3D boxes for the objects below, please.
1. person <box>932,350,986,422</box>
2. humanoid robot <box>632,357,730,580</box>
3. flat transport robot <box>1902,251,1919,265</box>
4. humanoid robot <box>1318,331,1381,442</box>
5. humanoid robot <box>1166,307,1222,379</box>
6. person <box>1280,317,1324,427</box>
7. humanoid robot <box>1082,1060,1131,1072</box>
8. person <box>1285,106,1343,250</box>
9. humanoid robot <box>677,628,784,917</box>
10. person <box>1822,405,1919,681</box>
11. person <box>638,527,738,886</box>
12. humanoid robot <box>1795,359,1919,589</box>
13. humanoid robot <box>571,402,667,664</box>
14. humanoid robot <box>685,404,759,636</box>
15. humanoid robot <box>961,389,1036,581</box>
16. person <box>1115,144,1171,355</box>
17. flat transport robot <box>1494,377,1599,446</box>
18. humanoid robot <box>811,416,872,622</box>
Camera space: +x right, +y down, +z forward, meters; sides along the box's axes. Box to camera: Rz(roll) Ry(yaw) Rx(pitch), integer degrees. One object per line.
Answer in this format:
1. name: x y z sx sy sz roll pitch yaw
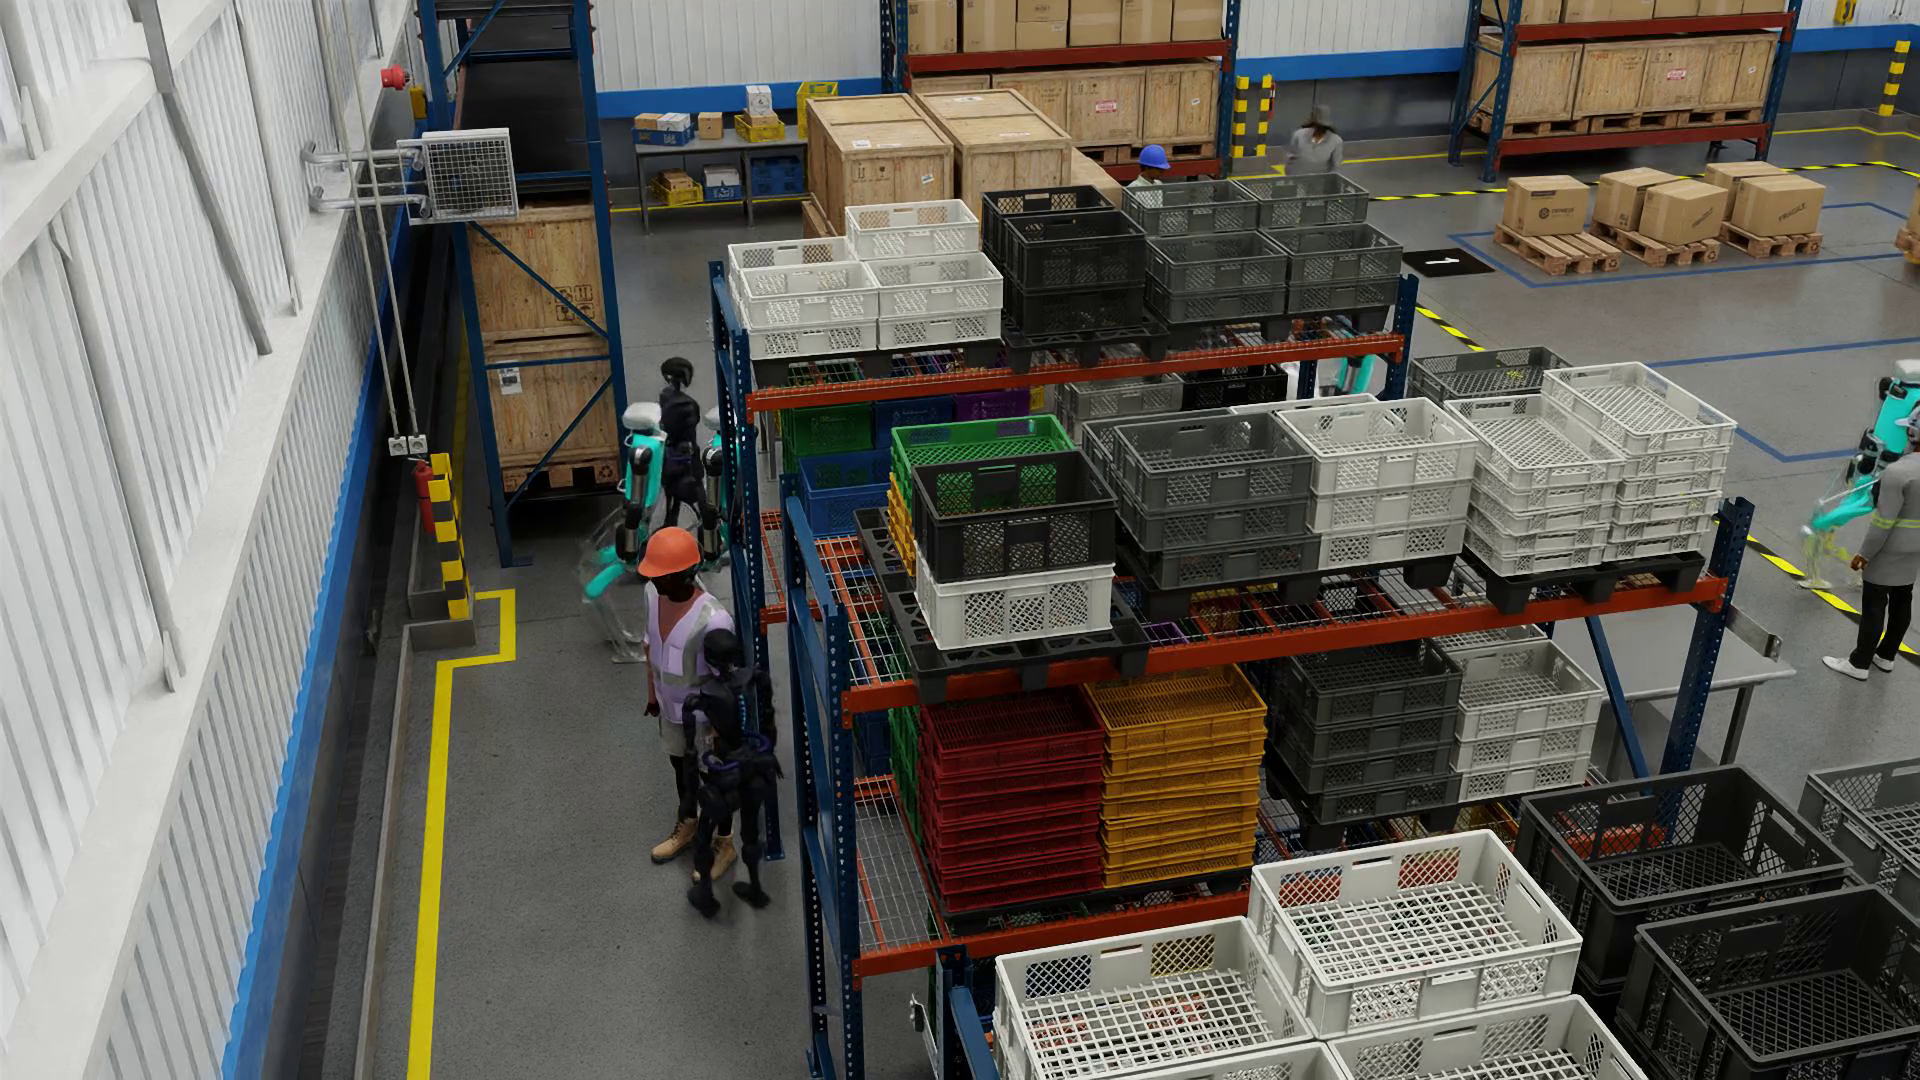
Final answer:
1. person: 0.034 -0.409 11.145 0.404 1.833 0.585 21 34 34
2. humanoid robot: -1.990 -0.478 11.497 0.752 1.636 0.596 -16 32 -27
3. flat transport robot: 10.582 -2.839 17.403 0.652 0.197 1.431 -1 28 -2
4. humanoid robot: 2.631 -0.876 12.179 0.732 1.821 0.539 12 30 22
5. humanoid robot: 1.785 -1.332 13.060 0.612 1.650 0.388 -11 30 -20
6. person: 2.326 -0.685 11.617 0.359 1.882 0.573 11 30 19
7. humanoid robot: 0.362 2.502 5.781 1.045 1.767 0.550 -16 32 -28
8. person: 3.724 -3.754 17.618 0.575 1.700 0.890 4 28 8
9. humanoid robot: -1.141 1.160 8.324 0.608 1.648 0.331 -25 36 -38
10. person: 5.796 0.013 10.329 0.587 1.848 0.396 -11 30 -19
11. person: -1.403 0.849 8.535 0.603 2.044 0.372 21 34 34
12. humanoid robot: 6.018 -0.375 11.162 0.965 1.731 0.546 -1 28 -2
13. humanoid robot: -2.190 -0.038 10.521 0.774 1.748 0.531 0 28 1
14. humanoid robot: -1.631 -0.097 10.510 0.735 1.677 0.533 11 30 19
15. humanoid robot: 0.146 -0.109 10.639 0.651 1.767 0.544 -7 28 -12
16. person: 1.695 -2.688 15.359 0.413 1.939 0.607 19 33 31
17. flat transport robot: 4.780 -1.036 14.013 0.659 0.231 1.431 -6 28 -12
18. humanoid robot: -0.823 -0.230 10.960 0.599 1.653 0.315 10 29 18
